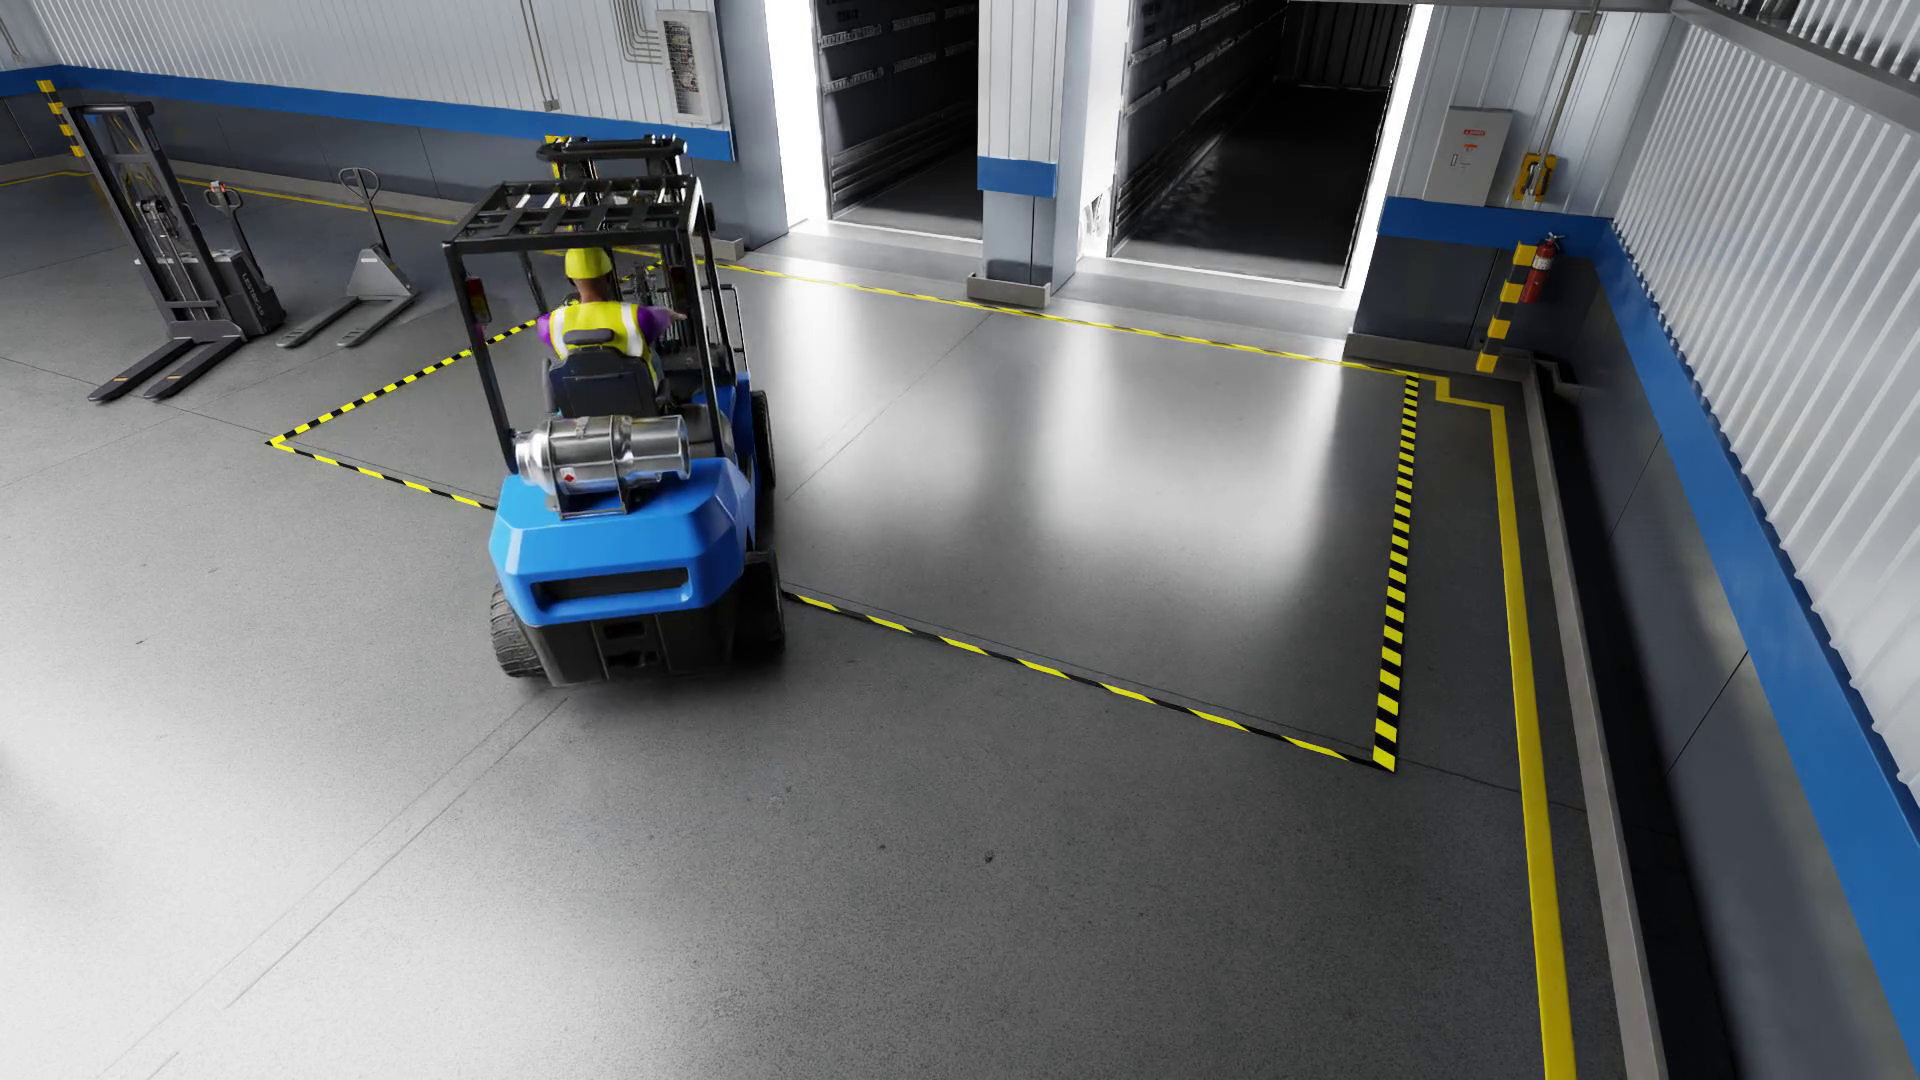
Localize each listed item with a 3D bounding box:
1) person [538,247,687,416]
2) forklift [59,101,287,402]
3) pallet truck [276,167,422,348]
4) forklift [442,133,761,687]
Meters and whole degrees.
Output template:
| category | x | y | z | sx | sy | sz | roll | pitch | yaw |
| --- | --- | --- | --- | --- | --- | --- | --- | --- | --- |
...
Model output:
| category | x | y | z | sx | sy | sz | roll | pitch | yaw |
| --- | --- | --- | --- | --- | --- | --- | --- | --- | --- |
| person | -1.779 | -1.034 | 4.861 | 0.635 | 1.294 | 1.004 | -6 | 35 | -8 |
| forklift | -6.686 | -2.387 | 7.434 | 0.823 | 1.965 | 1.885 | -3 | 35 | -5 |
| pallet truck | -5.732 | -2.611 | 8.414 | 0.680 | 1.201 | 1.601 | -1 | 35 | -1 |
| forklift | -1.776 | -0.846 | 4.919 | 1.157 | 2.036 | 2.680 | -6 | 35 | -8 |
